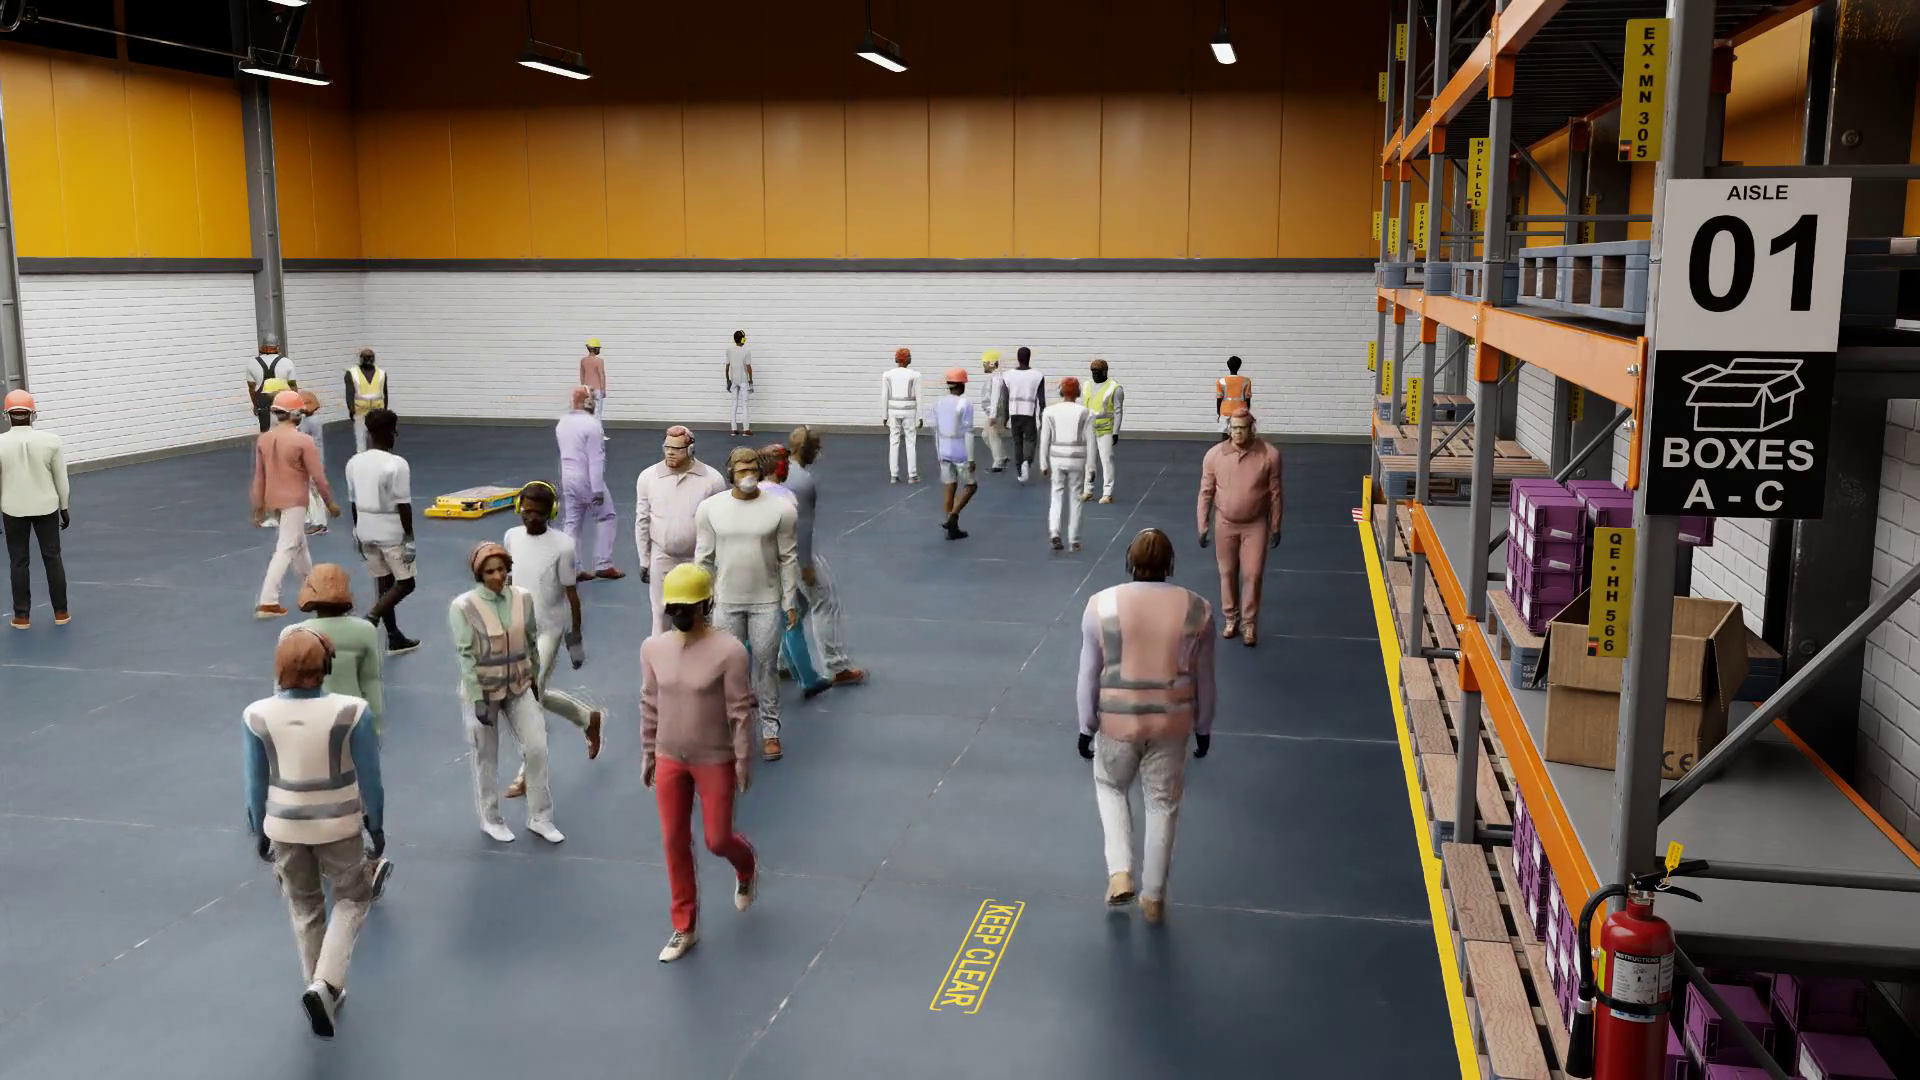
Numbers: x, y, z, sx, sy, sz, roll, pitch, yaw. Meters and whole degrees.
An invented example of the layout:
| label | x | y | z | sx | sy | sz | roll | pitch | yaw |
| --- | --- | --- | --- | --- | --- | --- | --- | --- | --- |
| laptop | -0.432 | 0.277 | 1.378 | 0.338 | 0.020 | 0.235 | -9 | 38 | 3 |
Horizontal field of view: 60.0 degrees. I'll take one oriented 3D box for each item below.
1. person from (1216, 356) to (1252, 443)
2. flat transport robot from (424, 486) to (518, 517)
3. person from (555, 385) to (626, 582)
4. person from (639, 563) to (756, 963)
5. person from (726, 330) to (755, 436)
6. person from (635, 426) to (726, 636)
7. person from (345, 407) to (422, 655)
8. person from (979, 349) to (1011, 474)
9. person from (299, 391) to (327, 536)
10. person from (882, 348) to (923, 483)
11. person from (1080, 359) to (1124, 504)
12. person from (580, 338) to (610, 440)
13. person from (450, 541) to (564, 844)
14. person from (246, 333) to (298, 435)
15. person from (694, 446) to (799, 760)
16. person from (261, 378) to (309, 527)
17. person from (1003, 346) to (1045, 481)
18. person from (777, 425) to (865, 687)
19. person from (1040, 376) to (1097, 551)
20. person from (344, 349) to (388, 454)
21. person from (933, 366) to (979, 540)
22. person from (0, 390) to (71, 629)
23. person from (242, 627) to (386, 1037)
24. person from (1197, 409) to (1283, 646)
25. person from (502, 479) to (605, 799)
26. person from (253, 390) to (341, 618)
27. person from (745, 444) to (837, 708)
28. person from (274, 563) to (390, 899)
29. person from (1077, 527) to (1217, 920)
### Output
| label | x | y | z | sx | sy | sz | roll | pitch | yaw |
| --- | --- | --- | --- | --- | --- | --- | --- | --- | --- |
| person | 3.998 | -1.838 | 24.323 | 0.533 | 1.697 | 0.318 | 0 | 9 | 2 |
| flat transport robot | -5.901 | -0.481 | 20.433 | 0.652 | 0.197 | 1.431 | 2 | 10 | 14 |
| person | -3.509 | -0.541 | 15.922 | 0.680 | 1.883 | 0.689 | 8 | 12 | 41 |
| person | -1.148 | 0.947 | 7.384 | 0.529 | 1.750 | 0.588 | 3 | 10 | 16 |
| person | -3.902 | -2.778 | 29.494 | 0.536 | 1.860 | 0.312 | 3 | 10 | 20 |
| person | -1.973 | 0.138 | 11.797 | 0.643 | 1.905 | 0.400 | -1 | 9 | -6 |
| person | -4.442 | -0.042 | 12.733 | 0.625 | 1.950 | 0.653 | 5 | 11 | 28 |
| person | 0.489 | -1.852 | 24.058 | 0.432 | 1.811 | 0.627 | -1 | 9 | -4 |
| person | -7.325 | -0.854 | 18.618 | 0.430 | 1.622 | 0.516 | -6 | 11 | -30 |
| person | -0.792 | -1.723 | 23.063 | 0.584 | 1.882 | 0.337 | 2 | 10 | 12 |
| person | 1.758 | -1.377 | 21.128 | 0.621 | 1.838 | 0.429 | 7 | 12 | 36 |
| person | -6.304 | -2.588 | 28.640 | 0.526 | 1.765 | 0.330 | 6 | 11 | 30 |
| person | -2.339 | 0.813 | 8.592 | 0.517 | 1.615 | 0.633 | -9 | 13 | -44 |
| person | -10.041 | -2.018 | 24.373 | 0.682 | 2.000 | 0.538 | -2 | 10 | -11 |
| person | -1.304 | 0.389 | 10.174 | 0.636 | 1.939 | 0.364 | 0 | 9 | -2 |
| person | -7.921 | -1.010 | 19.270 | 0.708 | 1.717 | 0.495 | -6 | 11 | -34 |
| person | 0.881 | -1.737 | 23.120 | 0.600 | 1.897 | 0.726 | 1 | 10 | 8 |
| person | -1.083 | 0.108 | 12.031 | 0.608 | 1.896 | 0.700 | -3 | 10 | -19 |
| person | 1.128 | -0.780 | 17.424 | 0.591 | 1.876 | 0.580 | 3 | 10 | 15 |
| person | -8.662 | -1.889 | 24.366 | 0.629 | 1.793 | 0.972 | -6 | 11 | -31 |
| person | -0.038 | -0.944 | 18.255 | 0.574 | 1.924 | 0.416 | 8 | 12 | 41 |
| person | -7.770 | -0.255 | 13.890 | 0.612 | 1.995 | 0.377 | -7 | 11 | -35 |
| person | -2.531 | 1.151 | 6.513 | 0.530 | 1.621 | 0.545 | -1 | 9 | -4 |
| person | 2.214 | -0.095 | 13.266 | 0.666 | 1.877 | 0.793 | 3 | 10 | 17 |
| person | -2.390 | 0.531 | 9.688 | 0.519 | 1.833 | 0.796 | 6 | 11 | 31 |
| person | -5.822 | -0.325 | 14.484 | 0.615 | 1.947 | 1.012 | 5 | 11 | 28 |
| person | -1.251 | 0.241 | 11.471 | 0.581 | 1.796 | 0.918 | 8 | 12 | 39 |
| person | -2.985 | 0.916 | 8.025 | 0.752 | 1.600 | 0.504 | 7 | 12 | 36 |
| person | 0.864 | 0.851 | 7.714 | 0.656 | 1.830 | 0.448 | 0 | 9 | 0 |
